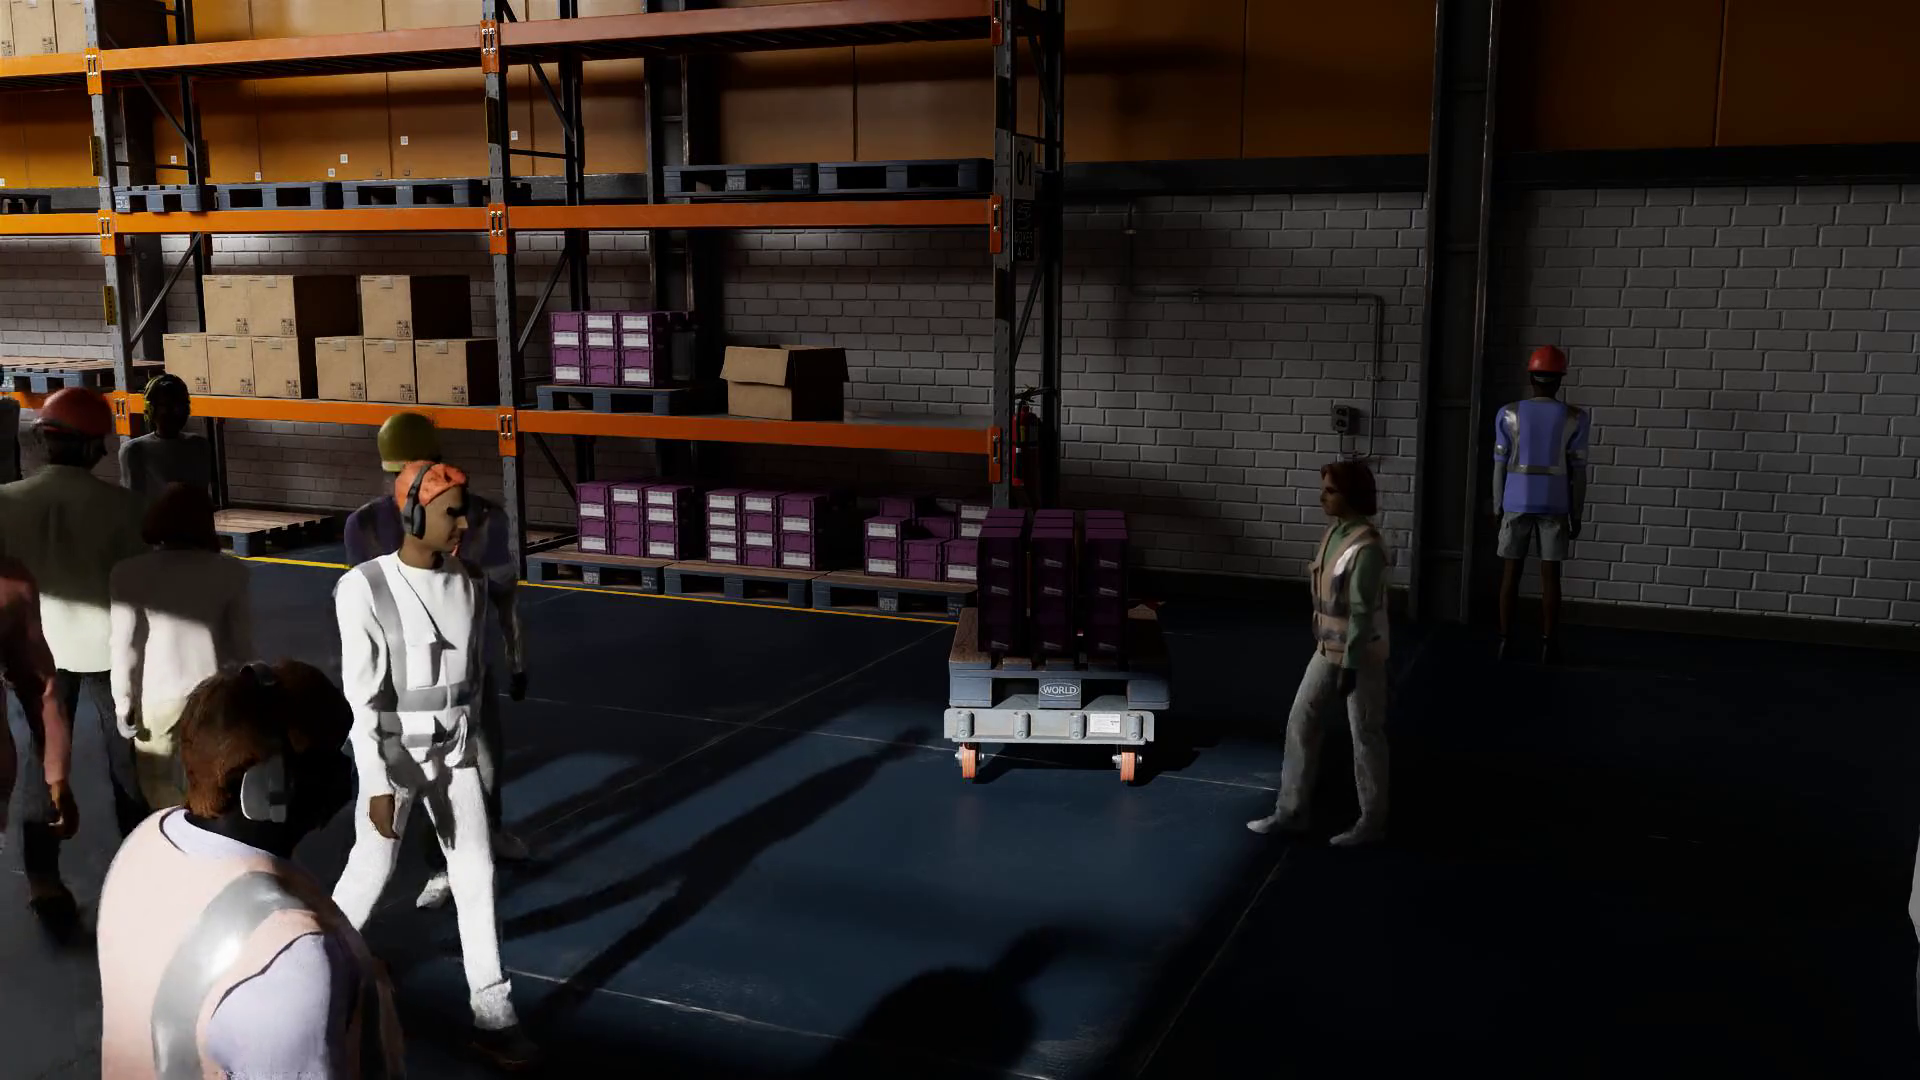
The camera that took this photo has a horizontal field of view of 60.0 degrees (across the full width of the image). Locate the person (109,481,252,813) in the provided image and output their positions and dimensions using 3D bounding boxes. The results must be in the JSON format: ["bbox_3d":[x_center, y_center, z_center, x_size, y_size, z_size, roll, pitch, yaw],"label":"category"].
[{"bbox_3d":[-2.838,0.598,6.150,0.520,1.610,0.531,-9,13,-42],"label":"person"}]

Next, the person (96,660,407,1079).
[{"bbox_3d":[-1.070,1.082,2.625,0.453,1.825,0.659,-8,12,-40],"label":"person"}]

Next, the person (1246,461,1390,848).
[{"bbox_3d":[1.481,0.484,6.808,0.674,1.614,0.540,-2,10,-9],"label":"person"}]

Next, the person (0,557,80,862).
[{"bbox_3d":[-2.708,0.697,4.509,0.959,1.957,0.629,7,12,36],"label":"person"}]

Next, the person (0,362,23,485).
[{"bbox_3d":[-6.493,-0.353,11.232,0.946,1.821,0.541,5,11,29],"label":"person"}]

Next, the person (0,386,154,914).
[{"bbox_3d":[-3.339,0.402,6.294,0.638,1.962,0.874,-2,10,-9],"label":"person"}]

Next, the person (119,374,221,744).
[{"bbox_3d":[-3.964,0.092,8.444,0.313,1.866,0.538,6,11,30],"label":"person"}]

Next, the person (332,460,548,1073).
[{"bbox_3d":[-1.700,0.661,5.146,1.015,1.835,0.585,7,12,37],"label":"person"}]

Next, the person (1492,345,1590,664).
[{"bbox_3d":[3.503,-0.213,10.089,0.543,1.929,0.380,3,10,19],"label":"person"}]

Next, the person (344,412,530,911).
[{"bbox_3d":[-1.992,0.433,6.355,0.628,1.891,0.676,-3,10,-18],"label":"person"}]
